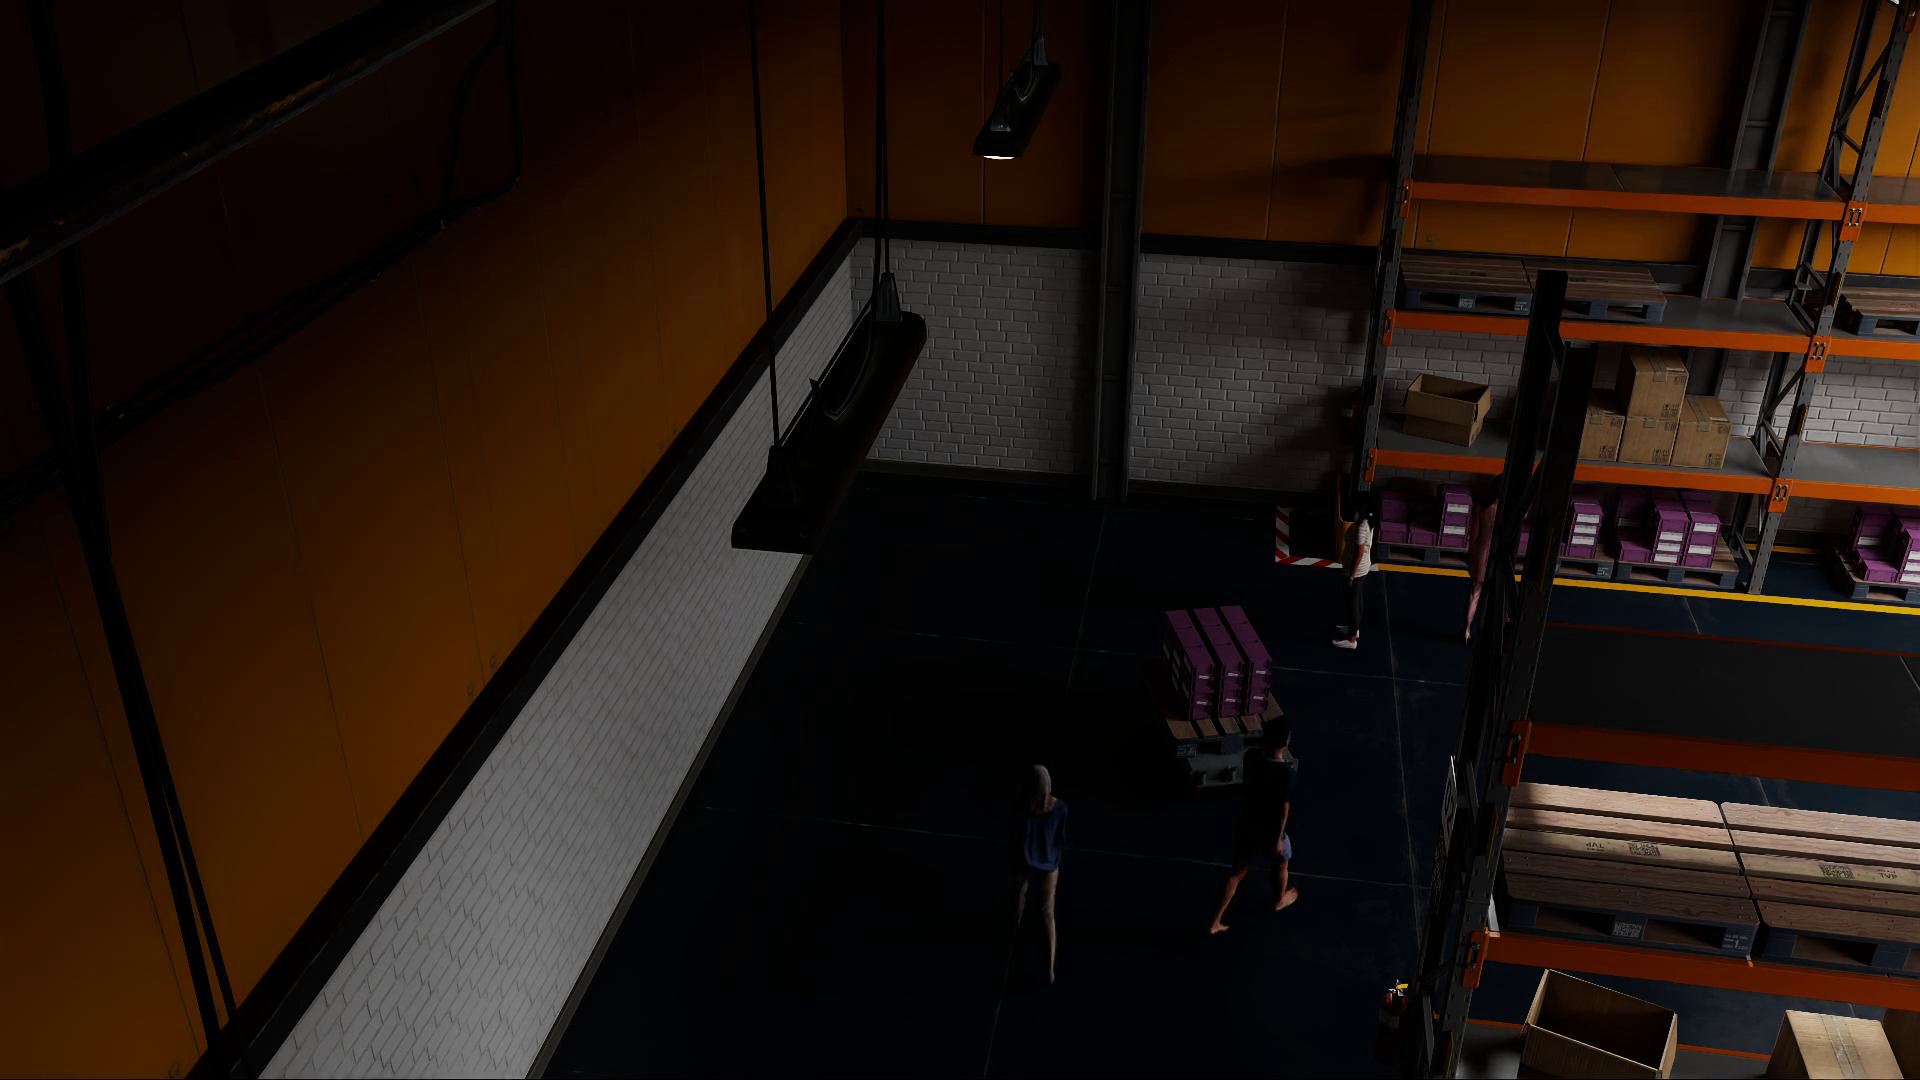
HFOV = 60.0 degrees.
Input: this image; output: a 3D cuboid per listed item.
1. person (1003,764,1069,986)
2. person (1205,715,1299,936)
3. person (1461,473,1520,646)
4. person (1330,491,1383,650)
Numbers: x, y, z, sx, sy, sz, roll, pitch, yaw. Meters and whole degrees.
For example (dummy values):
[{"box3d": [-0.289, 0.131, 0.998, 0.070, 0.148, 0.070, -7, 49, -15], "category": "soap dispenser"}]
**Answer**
[{"box3d": [0.560, 2.399, 11.888, 1.174, 1.647, 0.921, -4, 29, -7], "category": "person"}, {"box3d": [2.145, 2.147, 12.184, 1.159, 1.807, 1.183, -24, 37, -37], "category": "person"}, {"box3d": [5.016, 0.200, 15.757, 0.582, 1.803, 0.736, 16, 32, 27], "category": "person"}, {"box3d": [3.774, 0.262, 15.806, 0.595, 1.647, 0.611, 11, 30, 19], "category": "person"}]
